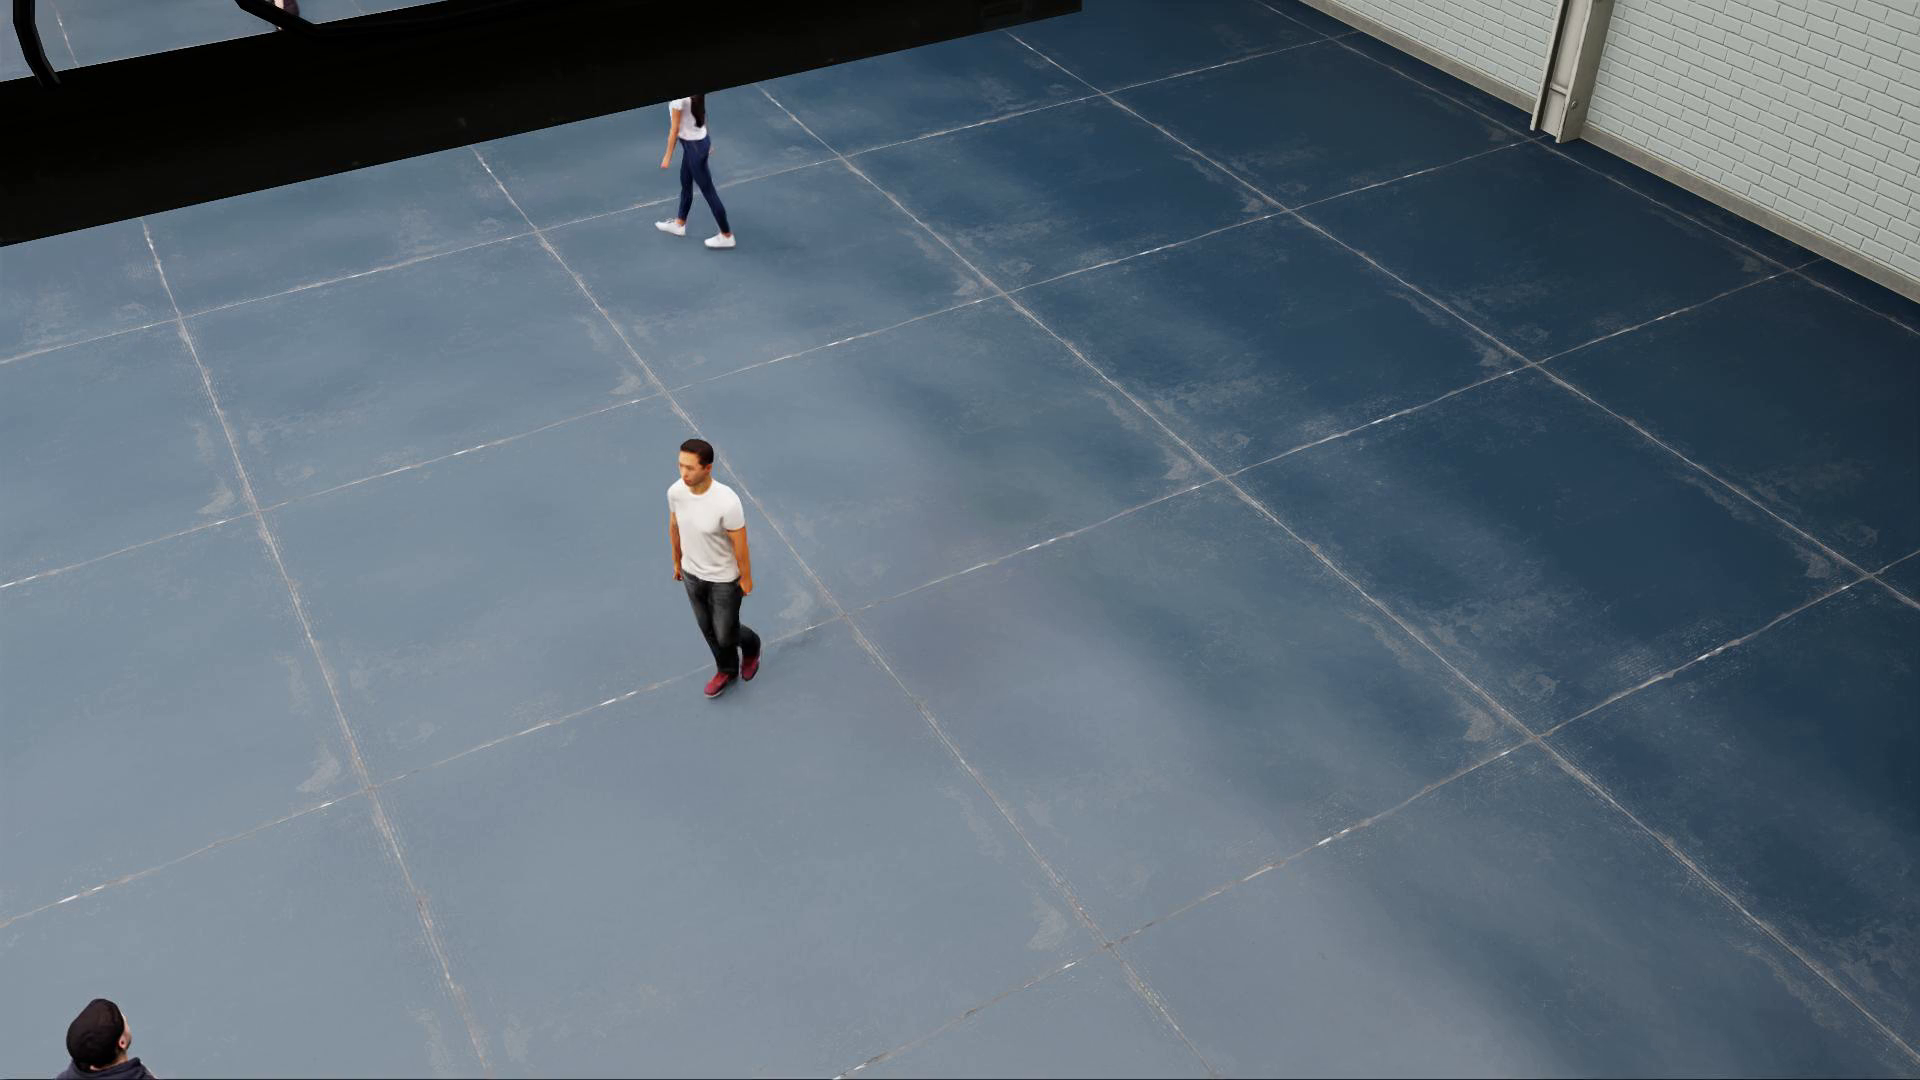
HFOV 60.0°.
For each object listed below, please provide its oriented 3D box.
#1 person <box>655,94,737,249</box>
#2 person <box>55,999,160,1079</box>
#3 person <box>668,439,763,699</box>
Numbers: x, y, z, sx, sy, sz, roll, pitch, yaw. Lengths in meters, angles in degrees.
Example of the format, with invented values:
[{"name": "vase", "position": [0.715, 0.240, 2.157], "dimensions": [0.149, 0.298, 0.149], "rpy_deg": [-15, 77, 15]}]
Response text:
[{"name": "person", "position": [-2.110, -3.236, 13.900], "dimensions": [0.990, 1.748, 0.994], "rpy_deg": [3, 38, 4]}, {"name": "person", "position": [-3.129, 2.487, 6.474], "dimensions": [0.751, 1.886, 0.789], "rpy_deg": [6, 38, 7]}, {"name": "person", "position": [-1.360, 0.132, 9.559], "dimensions": [0.797, 1.794, 0.869], "rpy_deg": [18, 42, 22]}]
